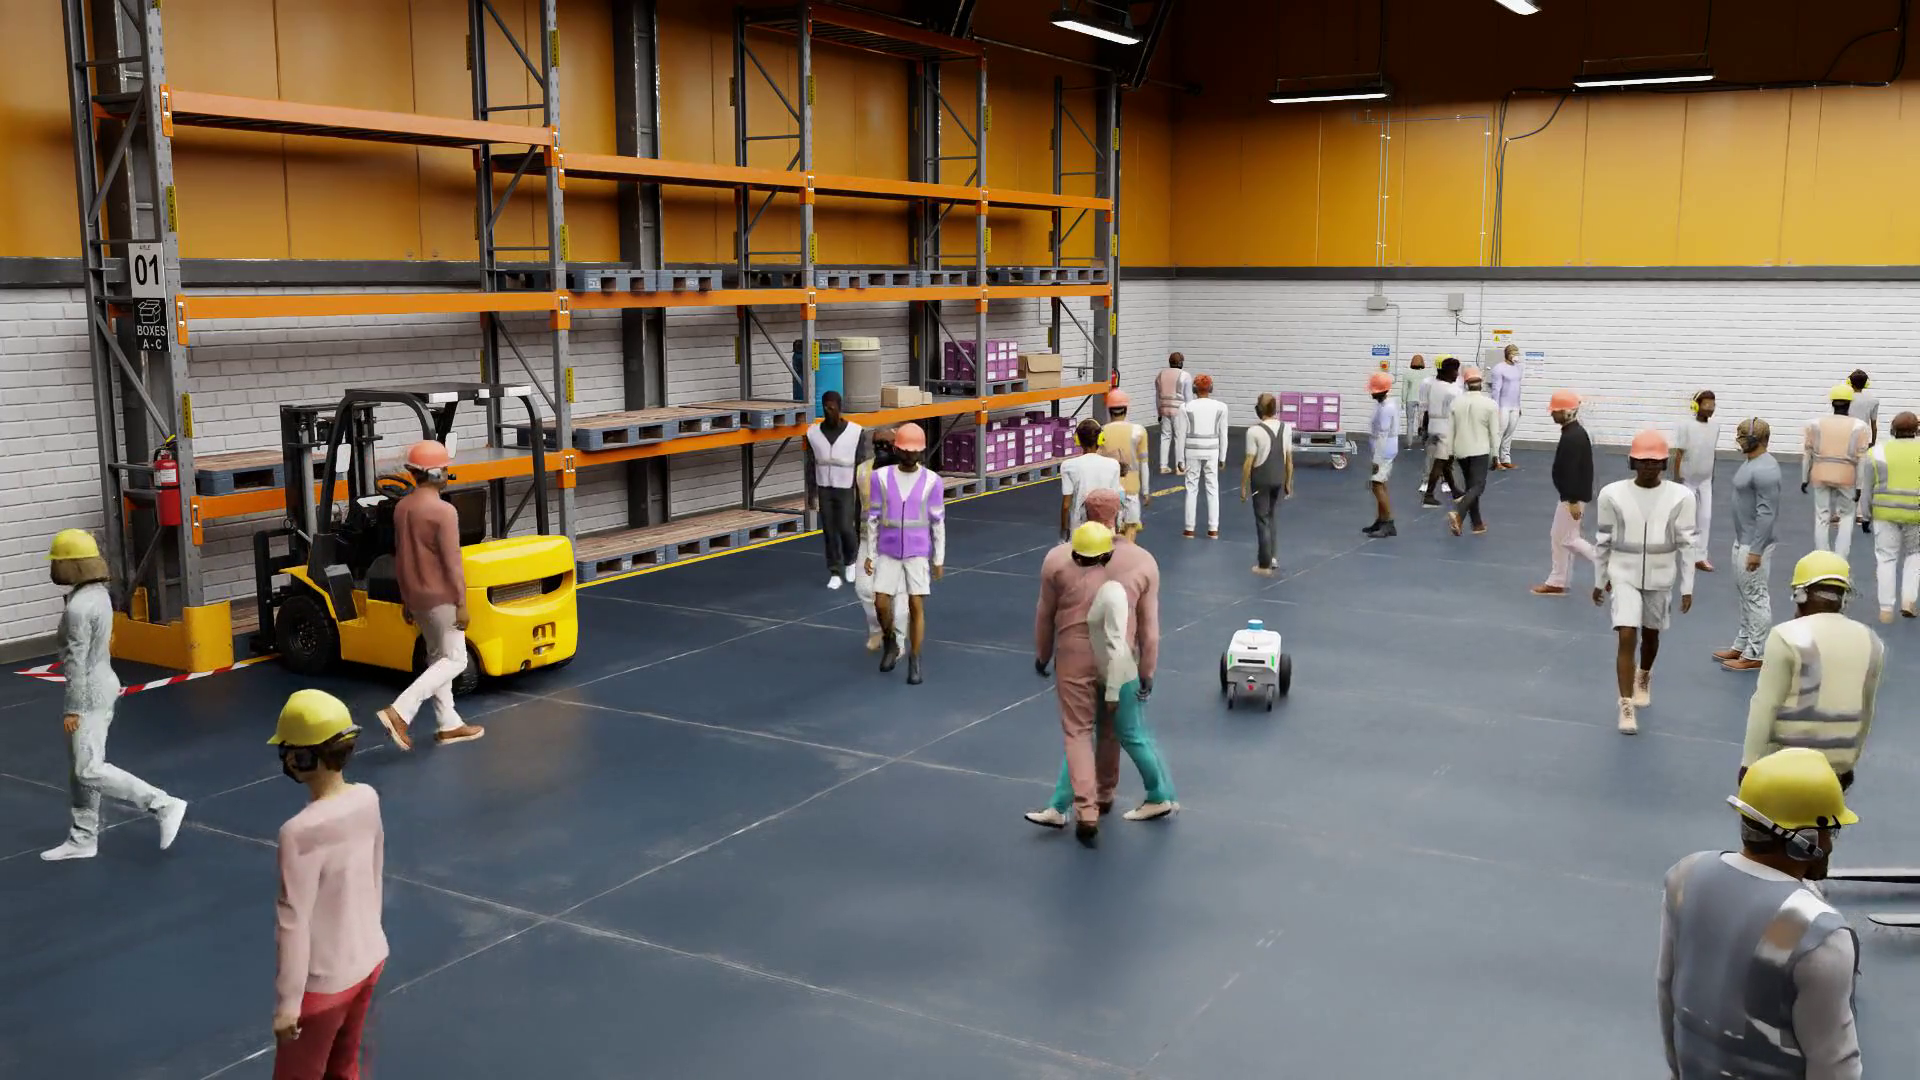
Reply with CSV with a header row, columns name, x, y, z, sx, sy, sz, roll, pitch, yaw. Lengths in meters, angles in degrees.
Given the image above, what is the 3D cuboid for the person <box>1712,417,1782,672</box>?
name,x,y,z,sx,sy,sz,roll,pitch,yaw
person,5.991,0.035,12.593,0.373,1.936,0.627,3,9,16

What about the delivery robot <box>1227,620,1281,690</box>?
name,x,y,z,sx,sy,sz,roll,pitch,yaw
delivery robot,2.082,0.810,11.755,0.477,0.478,0.707,2,9,13

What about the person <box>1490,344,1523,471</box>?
name,x,y,z,sx,sy,sz,roll,pitch,yaw
person,8.364,-2.025,25.434,0.635,1.937,0.352,-6,11,-33

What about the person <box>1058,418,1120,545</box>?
name,x,y,z,sx,sy,sz,roll,pitch,yaw
person,1.024,-0.037,13.259,0.513,1.866,0.331,-2,9,-11

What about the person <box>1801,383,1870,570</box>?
name,x,y,z,sx,sy,sz,roll,pitch,yaw
person,8.803,-0.620,16.754,0.604,1.910,0.486,6,11,34

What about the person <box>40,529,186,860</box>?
name,x,y,z,sx,sy,sz,roll,pitch,yaw
person,-4.381,0.793,8.484,0.652,1.725,0.493,-3,10,-19

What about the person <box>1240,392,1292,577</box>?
name,x,y,z,sx,sy,sz,roll,pitch,yaw
person,3.015,-0.552,16.563,0.539,1.832,0.483,-4,10,-25

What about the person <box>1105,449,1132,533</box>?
name,x,y,z,sx,sy,sz,roll,pitch,yaw
person,1.121,0.051,13.580,0.603,1.589,0.519,-4,10,-24

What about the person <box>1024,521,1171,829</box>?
name,x,y,z,sx,sy,sz,roll,pitch,yaw
person,0.775,0.732,8.931,0.895,1.704,0.533,-3,10,-20

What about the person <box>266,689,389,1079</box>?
name,x,y,z,sx,sy,sz,roll,pitch,yaw
person,-1.901,1.321,5.130,0.512,1.752,0.547,1,9,4

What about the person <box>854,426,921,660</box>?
name,x,y,z,sx,sy,sz,roll,pitch,yaw
person,-0.555,0.027,12.980,0.631,1.831,0.445,3,10,19

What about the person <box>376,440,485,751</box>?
name,x,y,z,sx,sy,sz,roll,pitch,yaw
person,-3.346,0.361,10.412,0.627,1.979,0.698,9,12,43

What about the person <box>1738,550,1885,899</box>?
name,x,y,z,sx,sy,sz,roll,pitch,yaw
person,3.730,0.956,7.286,0.660,1.794,0.581,-3,9,-15

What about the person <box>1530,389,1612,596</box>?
name,x,y,z,sx,sy,sz,roll,pitch,yaw
person,5.733,-0.413,15.303,0.758,1.963,0.653,4,10,21

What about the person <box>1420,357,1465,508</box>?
name,x,y,z,sx,sy,sz,roll,pitch,yaw
person,6.352,-1.387,21.467,0.962,1.924,0.634,-4,10,-24

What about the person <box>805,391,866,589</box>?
name,x,y,z,sx,sy,sz,roll,pitch,yaw
person,-1.177,-0.481,15.903,0.623,1.900,0.446,2,9,11

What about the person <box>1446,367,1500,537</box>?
name,x,y,z,sx,sy,sz,roll,pitch,yaw
person,5.819,-0.998,19.009,0.619,1.951,0.883,9,12,43

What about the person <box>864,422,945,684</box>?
name,x,y,z,sx,sy,sz,roll,pitch,yaw
person,-0.407,0.088,12.270,0.594,1.928,0.451,0,9,3

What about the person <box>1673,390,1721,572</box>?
name,x,y,z,sx,sy,sz,roll,pitch,yaw
person,7.479,-0.630,17.027,0.525,1.852,0.786,-2,9,-13

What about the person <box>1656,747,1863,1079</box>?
name,x,y,z,sx,sy,sz,roll,pitch,yaw
person,2.047,1.421,4.254,0.403,1.830,0.601,-3,9,-16

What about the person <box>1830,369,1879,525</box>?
name,x,y,z,sx,sy,sz,roll,pitch,yaw
person,10.707,-1.112,19.950,0.526,1.869,0.315,2,9,10

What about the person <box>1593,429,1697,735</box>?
name,x,y,z,sx,sy,sz,roll,pitch,yaw
person,4.595,0.232,11.190,0.619,2.001,1.054,3,10,19

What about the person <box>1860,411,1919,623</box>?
name,x,y,z,sx,sy,sz,roll,pitch,yaw
person,8.110,-0.198,14.345,0.639,1.829,0.484,5,10,28

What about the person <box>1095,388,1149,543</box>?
name,x,y,z,sx,sy,sz,roll,pitch,yaw
person,1.529,-0.496,15.990,0.566,1.913,0.742,2,9,11

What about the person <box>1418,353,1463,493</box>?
name,x,y,z,sx,sy,sz,roll,pitch,yaw
person,6.598,-1.608,22.892,0.584,1.919,0.375,3,10,17

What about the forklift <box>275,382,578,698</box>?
name,x,y,z,sx,sy,sz,roll,pitch,yaw
forklift,-3.974,-0.067,12.417,2.313,2.155,1.214,5,11,30

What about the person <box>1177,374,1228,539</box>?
name,x,y,z,sx,sy,sz,roll,pitch,yaw
person,2.748,-0.945,18.904,0.575,1.876,0.340,0,9,-1

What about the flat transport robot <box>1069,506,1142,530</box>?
name,x,y,z,sx,sy,sz,roll,pitch,yaw
flat transport robot,1.730,-0.314,19.942,0.652,0.197,1.431,-1,9,-5

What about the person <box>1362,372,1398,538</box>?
name,x,y,z,sx,sy,sz,roll,pitch,yaw
person,4.847,-0.971,19.031,0.423,1.891,0.621,3,10,20

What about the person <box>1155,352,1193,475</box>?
name,x,y,z,sx,sy,sz,roll,pitch,yaw
person,3.227,-1.894,24.919,0.632,1.841,0.429,8,12,41

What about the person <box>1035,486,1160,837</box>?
name,x,y,z,sx,sy,sz,roll,pitch,yaw
person,0.734,0.640,8.985,0.646,1.876,0.856,-1,9,-5

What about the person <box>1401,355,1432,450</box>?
name,x,y,z,sx,sy,sz,roll,pitch,yaw
person,7.783,-2.344,28.374,0.504,1.631,0.279,1,9,6
